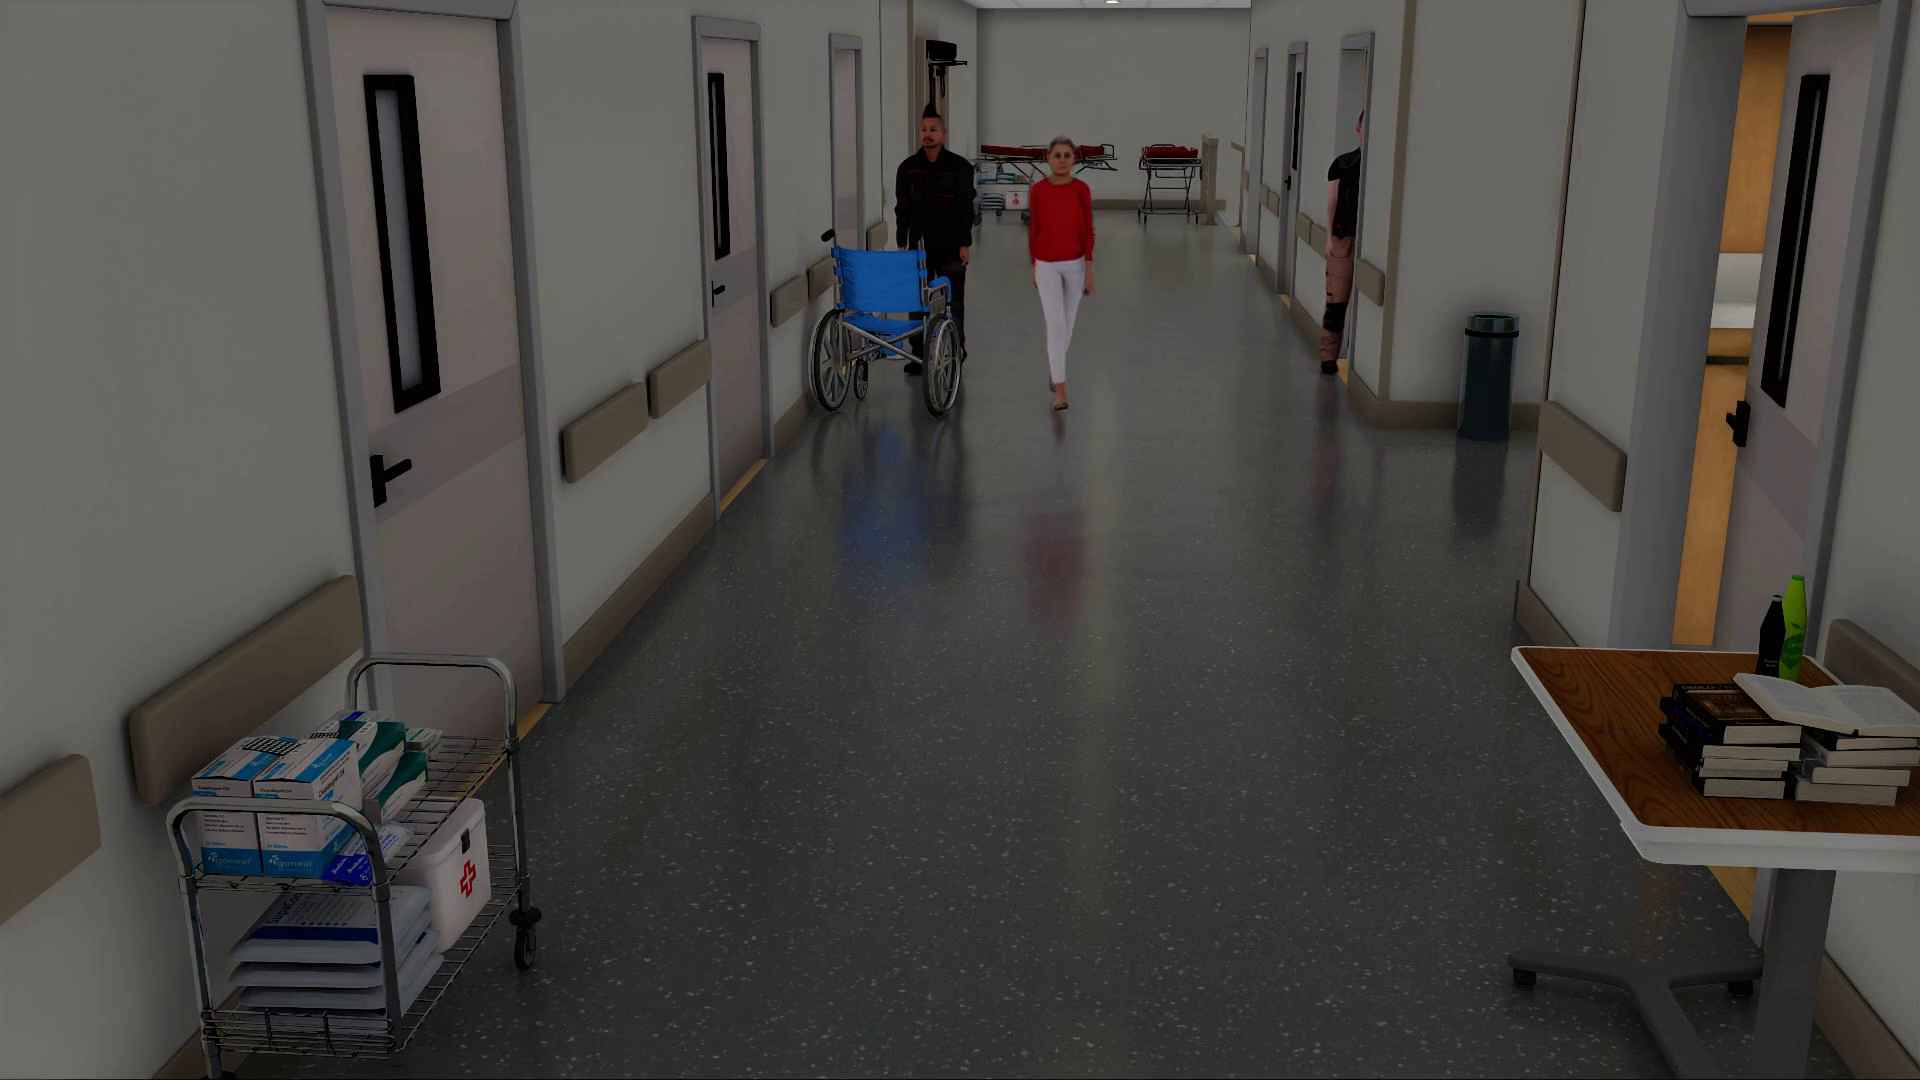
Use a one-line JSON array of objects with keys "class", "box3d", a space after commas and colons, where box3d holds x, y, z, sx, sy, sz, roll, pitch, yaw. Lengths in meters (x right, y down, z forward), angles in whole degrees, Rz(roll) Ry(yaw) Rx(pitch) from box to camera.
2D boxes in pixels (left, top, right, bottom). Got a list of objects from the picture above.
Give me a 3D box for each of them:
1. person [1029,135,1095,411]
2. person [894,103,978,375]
[{"class": "person", "box3d": [0.639, -1.680, 10.536, 0.625, 1.652, 1.164, 0, 16, 0]}, {"class": "person", "box3d": [-0.165, -2.089, 11.603, 0.787, 1.862, 0.659, 4, 16, 14]}]
